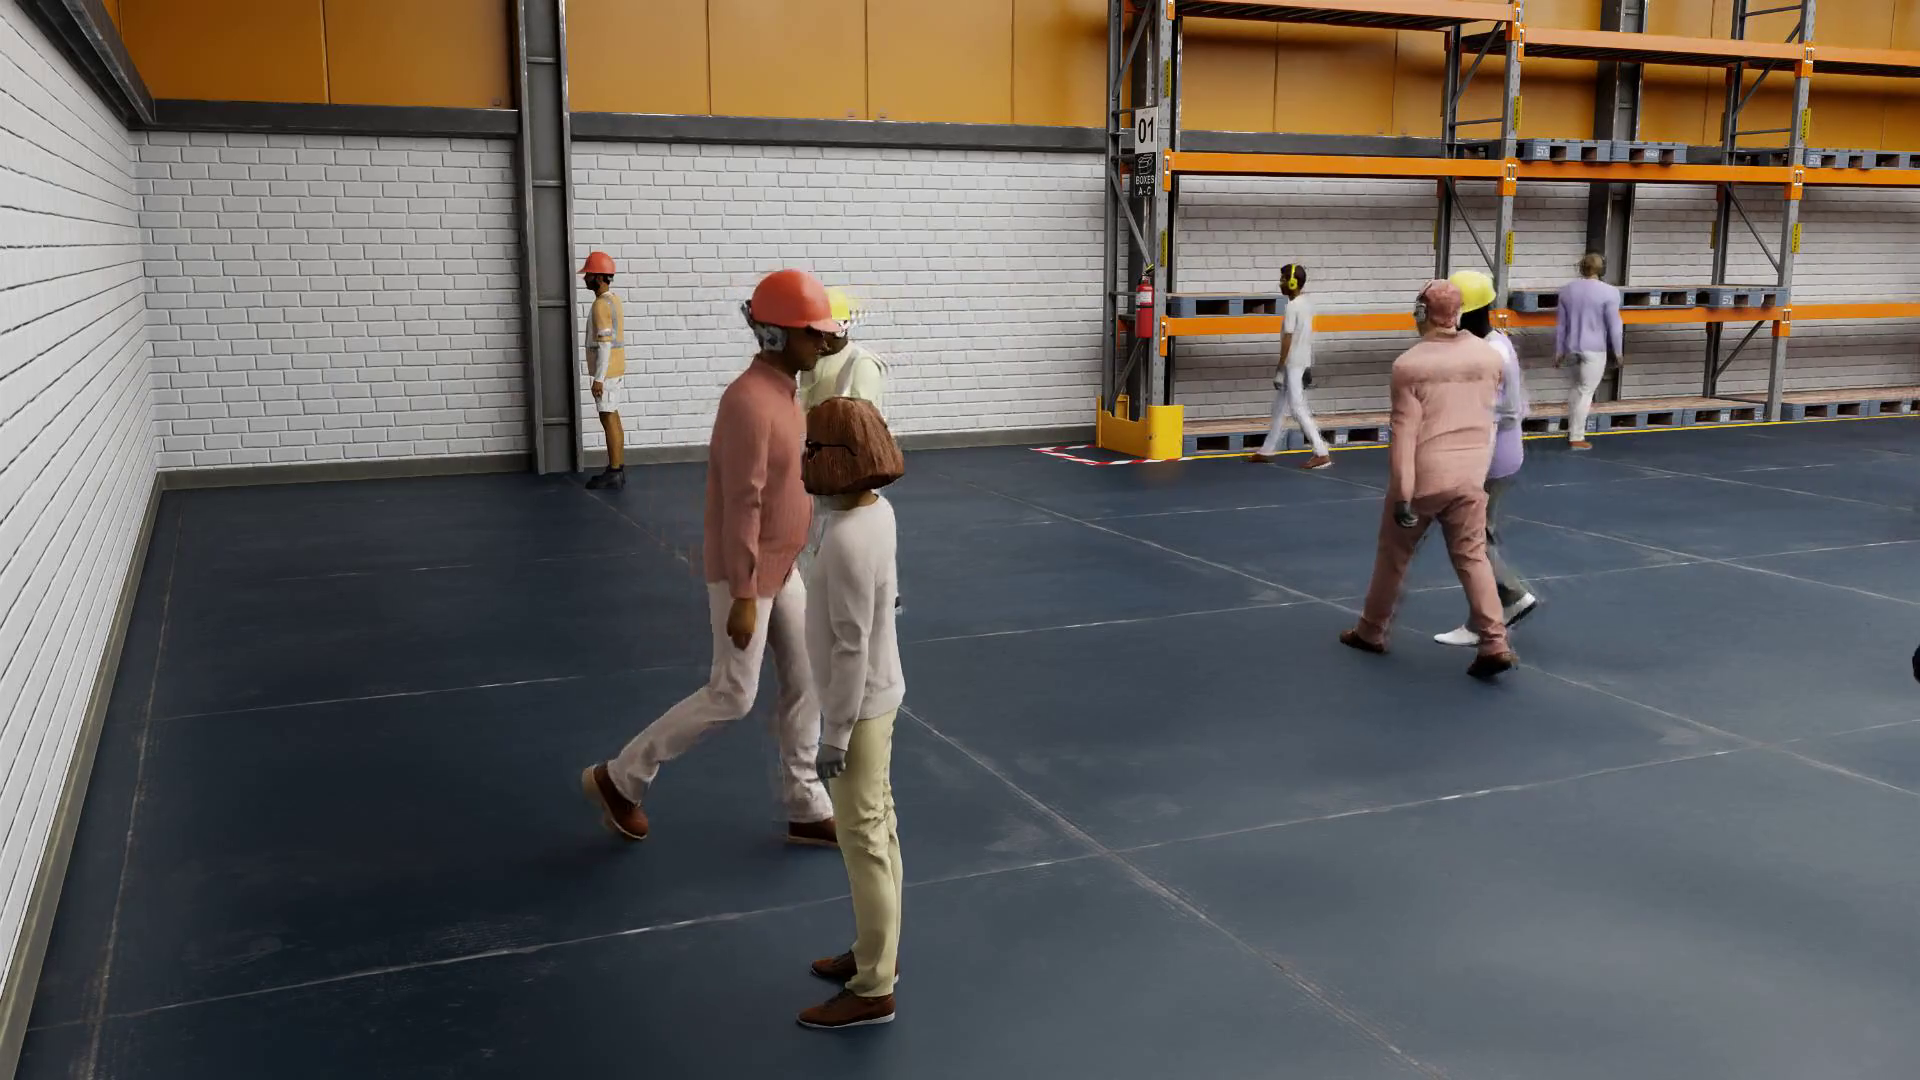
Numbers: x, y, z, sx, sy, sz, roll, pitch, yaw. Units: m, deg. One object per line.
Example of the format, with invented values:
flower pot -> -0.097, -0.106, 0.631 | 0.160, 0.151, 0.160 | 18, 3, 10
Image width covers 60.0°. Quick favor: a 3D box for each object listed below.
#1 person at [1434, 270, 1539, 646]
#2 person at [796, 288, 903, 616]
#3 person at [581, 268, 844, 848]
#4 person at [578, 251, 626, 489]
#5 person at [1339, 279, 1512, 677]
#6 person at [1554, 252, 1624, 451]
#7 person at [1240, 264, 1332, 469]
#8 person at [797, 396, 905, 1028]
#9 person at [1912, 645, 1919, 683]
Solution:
person -> 2.558, -0.380, 8.202 | 0.502, 1.882, 0.679 | 3, 11, 15
person -> -0.675, -0.414, 8.685 | 0.588, 1.783, 0.934 | 10, 14, 43
person -> -0.760, 0.088, 5.444 | 0.885, 1.953, 0.639 | 1, 10, 8
person -> -2.929, -1.386, 13.659 | 0.353, 1.942, 0.545 | -1, 10, -3
person -> 2.266, -0.301, 7.873 | 0.645, 1.856, 1.020 | -4, 11, -19
person -> 6.143, -1.824, 16.188 | 0.605, 1.917, 0.635 | -6, 12, -31
person -> 2.973, -1.553, 14.917 | 0.884, 1.832, 0.551 | 5, 11, 26
person -> -0.282, 0.444, 4.322 | 0.284, 1.633, 0.500 | 1, 10, 3
person -> 3.040, 0.264, 4.638 | 0.971, 1.874, 0.601 | -9, 13, -40
